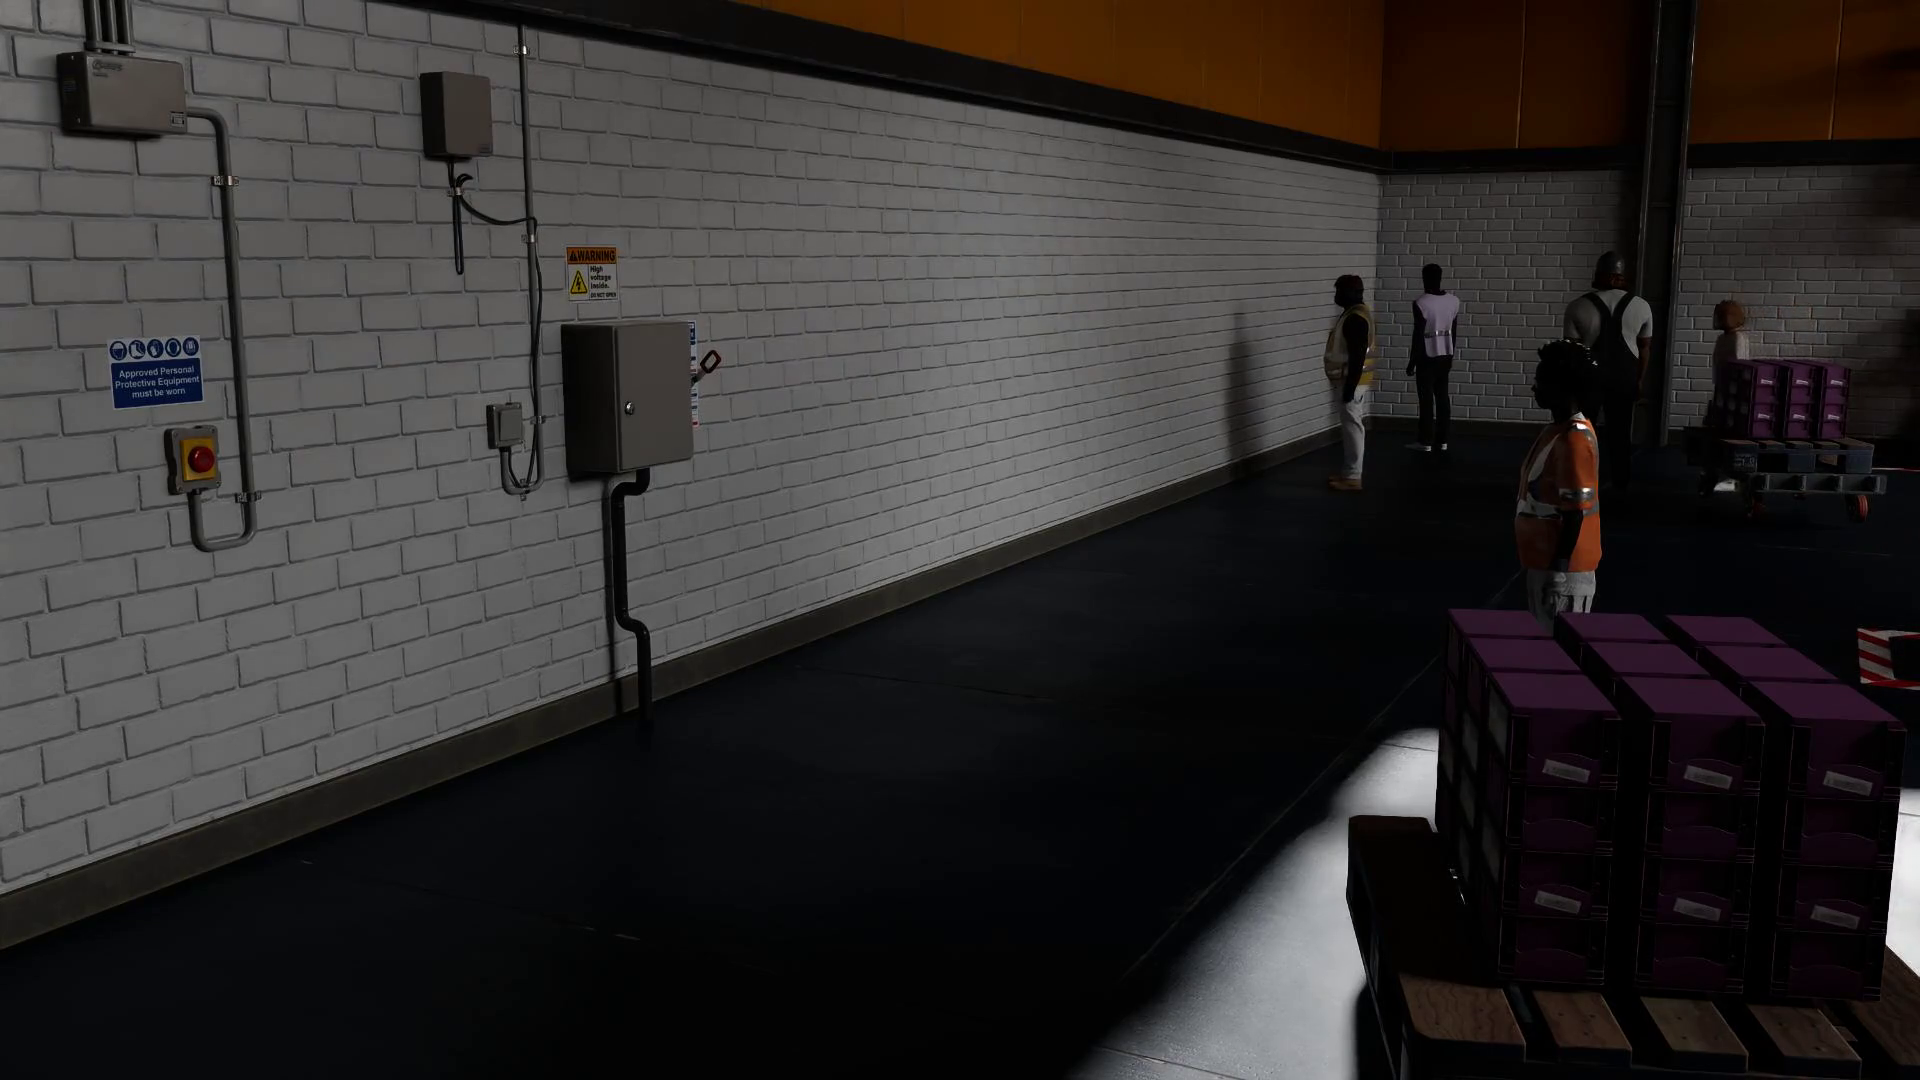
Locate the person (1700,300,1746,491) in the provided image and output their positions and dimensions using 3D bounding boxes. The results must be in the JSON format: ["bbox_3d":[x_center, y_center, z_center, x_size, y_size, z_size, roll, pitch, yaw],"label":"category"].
[{"bbox_3d":[6.525,-1.214,14.095,0.412,1.620,0.512,1,10,4],"label":"person"}]

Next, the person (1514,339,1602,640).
[{"bbox_3d":[2.286,0.083,6.393,0.318,1.697,0.535,2,10,11],"label":"person"}]

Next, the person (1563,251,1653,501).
[{"bbox_3d":[5.264,-1.342,13.642,0.687,2.000,0.538,2,10,9],"label":"person"}]

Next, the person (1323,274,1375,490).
[{"bbox_3d":[3.332,-1.351,14.277,0.429,1.839,0.634,2,10,12],"label":"person"}]

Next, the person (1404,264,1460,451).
[{"bbox_3d":[4.839,-1.863,17.029,0.587,1.914,0.392,-6,11,-29],"label":"person"}]
